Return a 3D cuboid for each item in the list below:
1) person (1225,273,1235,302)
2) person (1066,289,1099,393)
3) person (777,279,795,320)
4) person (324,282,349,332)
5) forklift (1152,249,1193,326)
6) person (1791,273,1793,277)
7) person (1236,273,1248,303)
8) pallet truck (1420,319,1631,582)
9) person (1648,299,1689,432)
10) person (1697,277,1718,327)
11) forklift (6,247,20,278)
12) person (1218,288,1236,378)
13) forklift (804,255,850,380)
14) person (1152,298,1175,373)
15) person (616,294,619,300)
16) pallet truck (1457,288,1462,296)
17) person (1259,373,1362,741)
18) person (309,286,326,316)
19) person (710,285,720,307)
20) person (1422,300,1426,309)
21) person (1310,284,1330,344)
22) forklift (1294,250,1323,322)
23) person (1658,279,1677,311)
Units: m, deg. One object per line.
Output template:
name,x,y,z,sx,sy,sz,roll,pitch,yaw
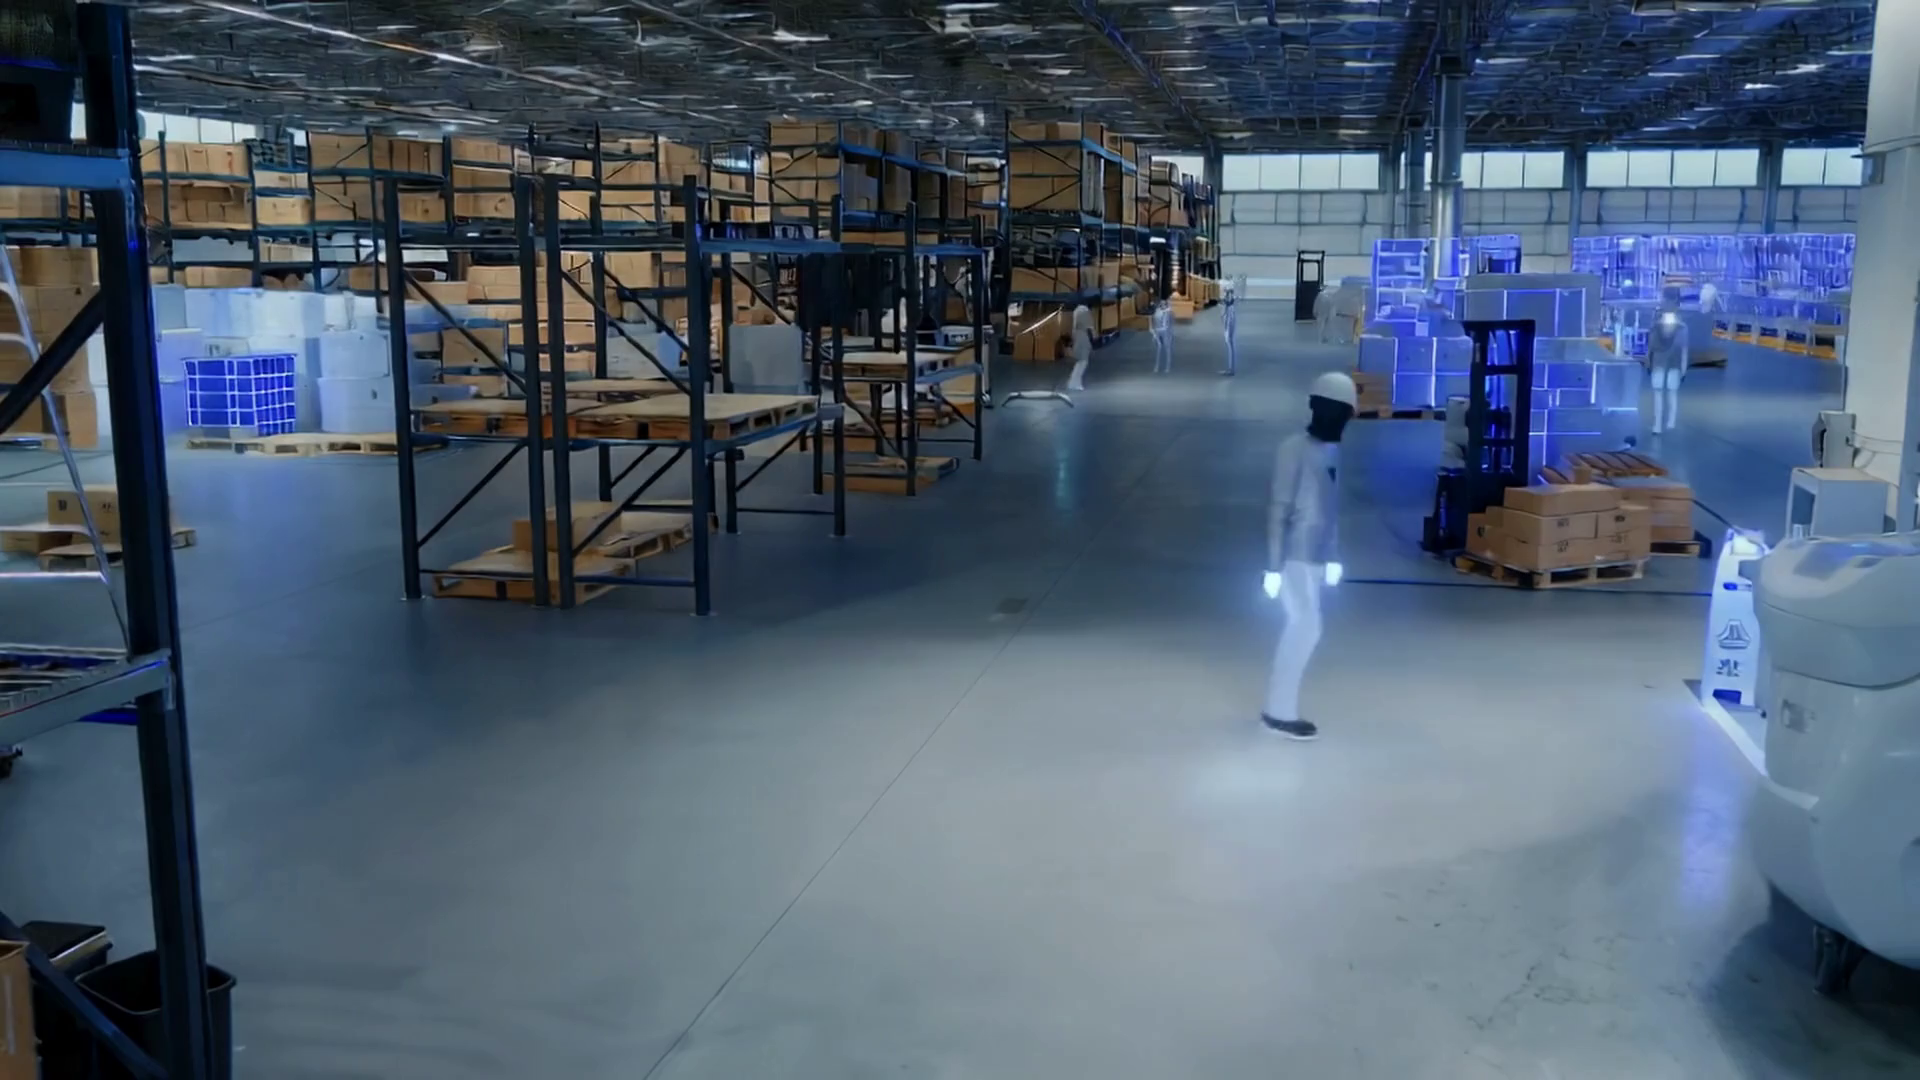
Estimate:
person,14.289,-13.244,88.014,0.552,1.721,0.872,2,10,10
person,2.287,-3.677,30.808,0.465,1.923,0.663,-4,10,-21
person,-5.062,-6.664,48.599,0.540,1.905,0.982,3,10,20
person,-14.445,-4.970,38.423,0.638,1.937,0.357,-2,10,-9
forklift,7.646,-9.320,61.395,1.873,2.768,1.129,2,10,11
person,39.849,-11.877,79.636,0.600,1.831,0.404,-4,10,-22
person,15.900,-14.152,93.473,0.875,1.714,0.573,8,12,39
pallet truck,4.543,-0.757,13.299,0.823,1.965,1.885,-4,10,-22
person,10.228,-2.524,24.031,0.551,1.910,0.845,6,11,31
person,25.219,-7.930,56.149,0.790,1.880,0.659,-4,10,-24
forklift,-26.871,-7.052,47.967,1.129,2.768,1.873,2,10,12
person,5.627,-4.340,34.890,0.327,1.874,0.519,0,10,-2
forklift,-2.730,-4.666,33.836,1.129,2.768,1.873,2,10,12
person,4.448,-4.468,36.331,0.512,1.640,0.309,6,11,33
person,-8.466,-5.244,40.955,0.521,1.631,0.323,1,10,4
pallet truck,20.506,-9.785,68.819,0.653,1.274,1.630,2,10,12
person,1.813,0.077,8.675,0.478,1.888,0.639,6,11,32
person,-16.018,-5.390,41.282,0.631,1.814,0.791,3,10,15
person,-6.093,-5.253,40.218,0.605,1.906,0.404,-1,10,-4
person,15.806,-7.803,56.134,0.288,1.627,0.497,-6,11,-32
person,10.594,-6.651,49.004,0.533,1.724,0.823,-5,11,-28
forklift,13.778,-10.002,65.433,1.129,2.768,1.873,2,10,12
person,24.375,-8.078,57.298,0.597,1.791,0.900,3,10,15
